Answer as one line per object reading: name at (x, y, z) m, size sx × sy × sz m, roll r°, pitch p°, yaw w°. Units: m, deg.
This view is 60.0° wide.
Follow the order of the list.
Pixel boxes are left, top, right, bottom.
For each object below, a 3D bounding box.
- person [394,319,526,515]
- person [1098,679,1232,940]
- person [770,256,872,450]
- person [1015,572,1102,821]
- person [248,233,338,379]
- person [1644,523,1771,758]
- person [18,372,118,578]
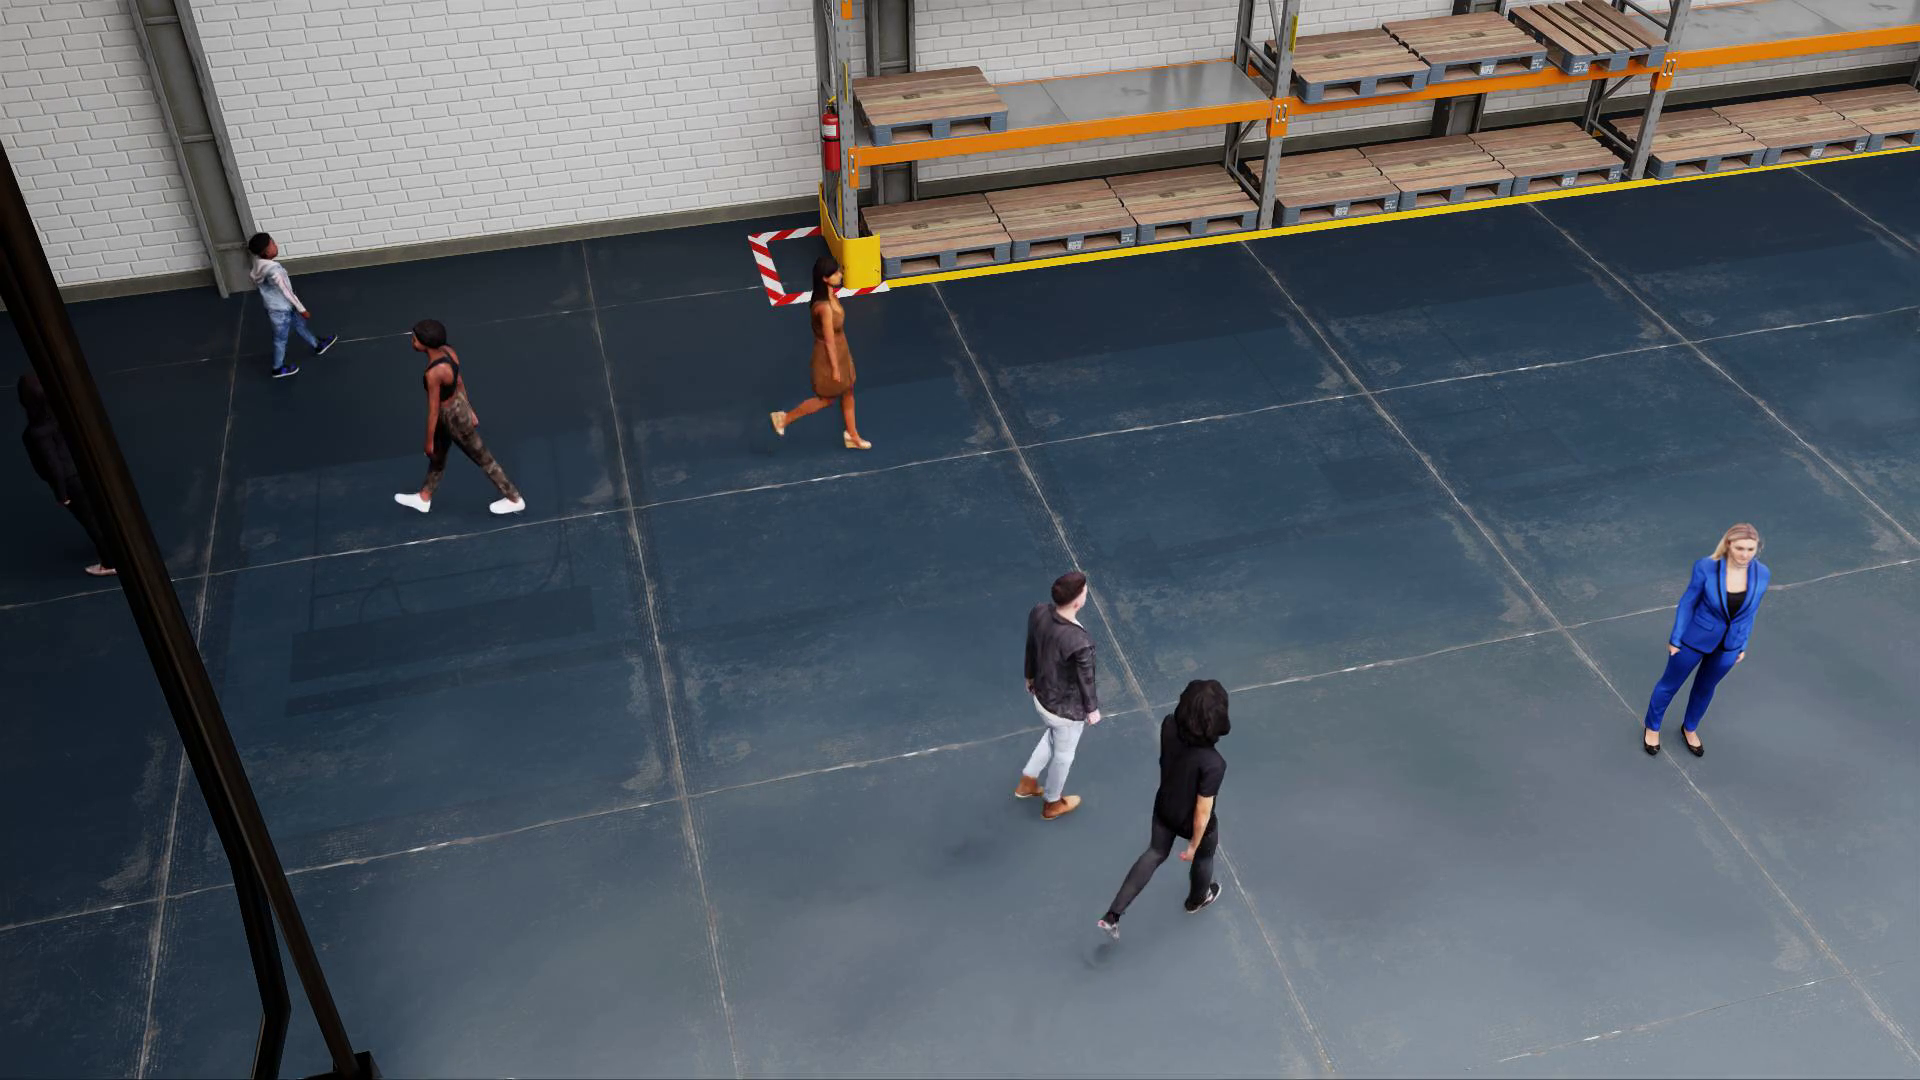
person at (-3.494, -0.810, 11.814) m, size 1.216 × 1.640 × 0.774 m, roll -1°, pitch 39°, yaw -2°
person at (1.116, 1.468, 8.833) m, size 1.168 × 1.801 × 0.919 m, roll -27°, pitch 46°, yaw -30°
person at (-1.049, -1.348, 12.464) m, size 1.062 × 1.670 × 0.782 m, roll 2°, pitch 39°, yaw 2°
person at (0.506, 0.949, 9.463) m, size 0.737 × 1.824 × 0.740 m, roll -22°, pitch 43°, yaw -25°
person at (-5.574, -1.876, 13.478) m, size 0.901 × 1.229 × 0.689 m, roll -26°, pitch 45°, yaw -29°
person at (4.495, 0.593, 10.008) m, size 0.591 × 1.701 × 0.741 m, roll 2°, pitch 39°, yaw 2°
person at (-6.053, -0.464, 11.400) m, size 0.730 × 1.616 × 0.730 m, roll 2°, pitch 39°, yaw 3°
